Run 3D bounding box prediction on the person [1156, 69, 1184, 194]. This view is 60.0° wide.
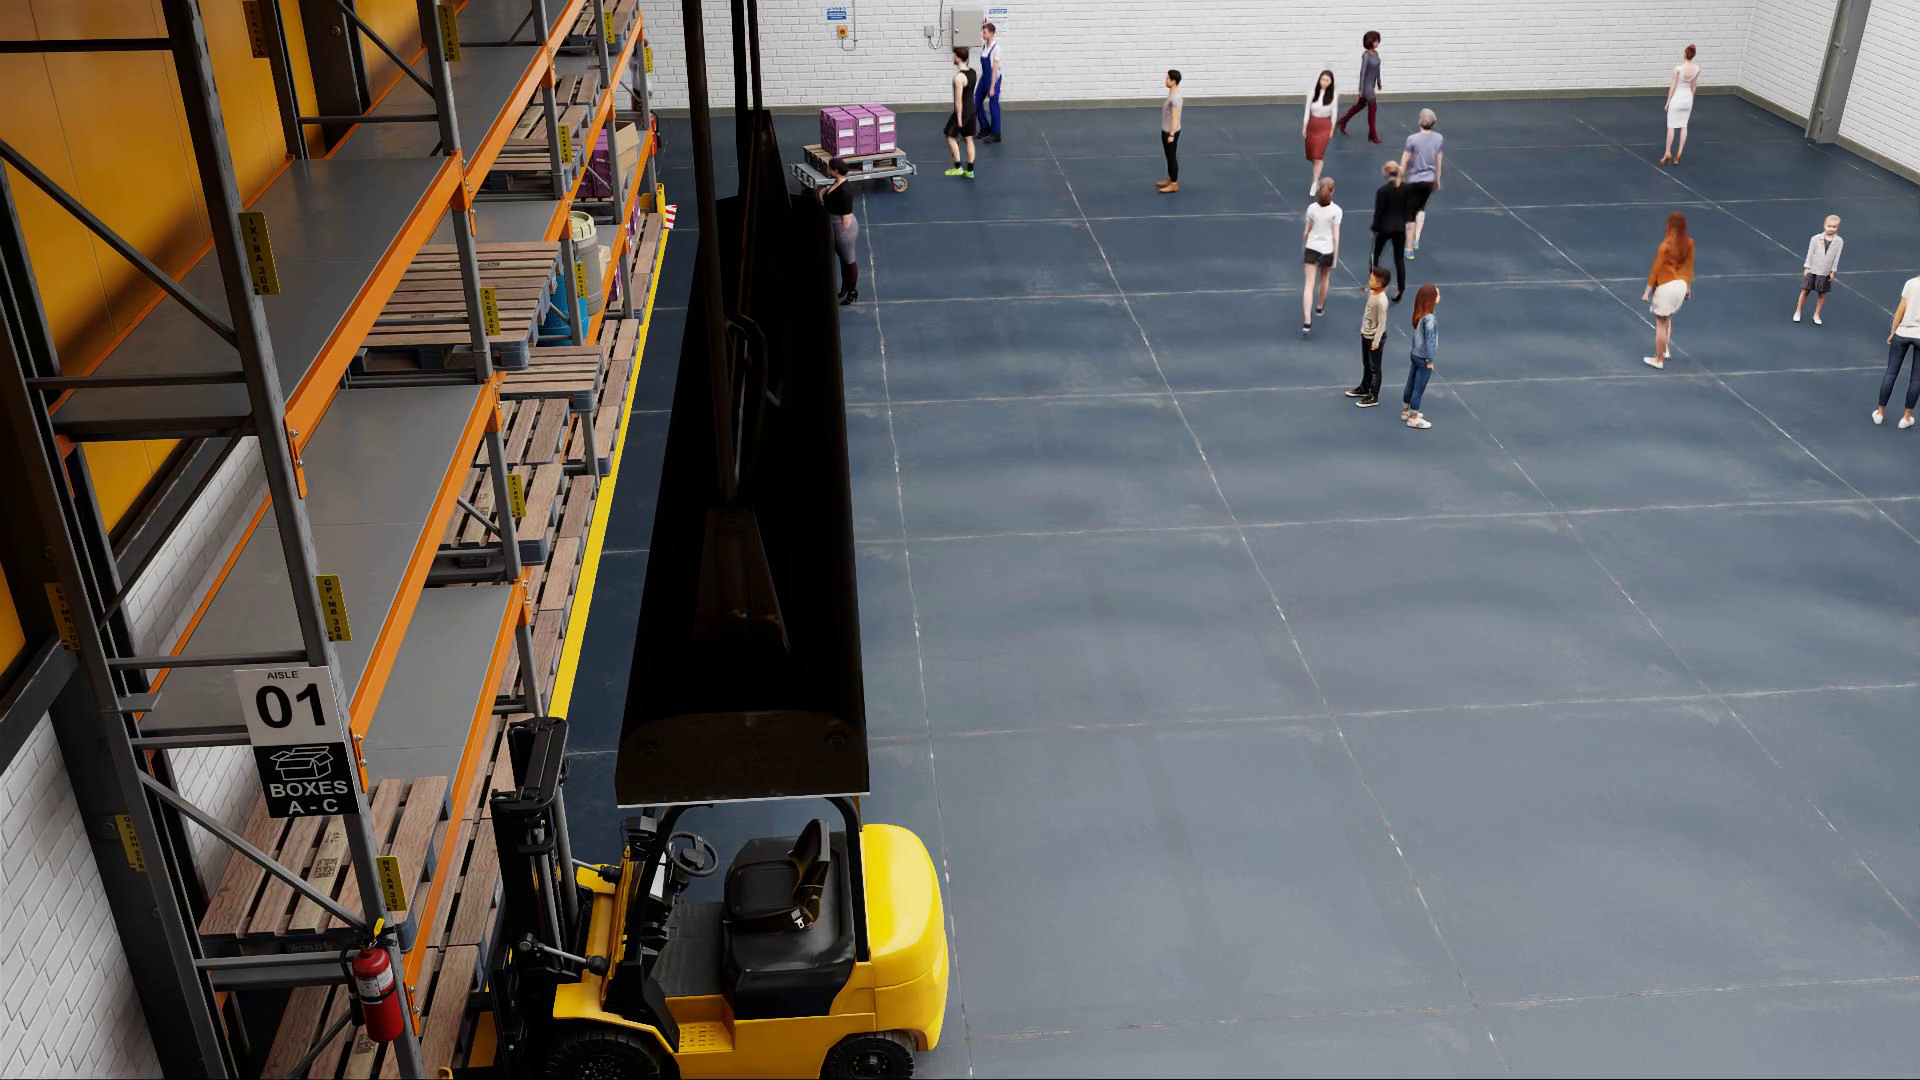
[{"bbox_3d":[3.013,-5.832,23.665,0.686,1.722,0.487,0,29,1],"label":"person"}]

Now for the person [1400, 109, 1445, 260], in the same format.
[{"bbox_3d":[5.838,-4.464,20.999,0.693,1.873,0.684,-4,29,-7],"label":"person"}]

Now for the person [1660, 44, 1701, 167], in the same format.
[{"bbox_3d":[10.736,-6.482,24.785,0.564,1.791,0.486,-1,29,-3],"label":"person"}]

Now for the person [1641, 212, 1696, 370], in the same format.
[{"bbox_3d":[7.672,-2.645,17.838,0.712,1.706,0.691,-9,30,-17],"label":"person"}]

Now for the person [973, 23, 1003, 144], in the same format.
[{"bbox_3d":[0.556,-7.118,25.903,0.830,1.837,0.760,-18,34,-30],"label":"person"}]

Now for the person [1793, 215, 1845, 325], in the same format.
[{"bbox_3d":[9.923,-3.130,19.179,0.591,1.274,0.633,12,31,21],"label":"person"}]

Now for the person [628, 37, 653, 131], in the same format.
[{"bbox_3d":[-4.919,-6.975,25.787,0.853,1.697,0.720,-13,31,-22],"label":"person"}]

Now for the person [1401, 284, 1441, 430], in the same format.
[{"bbox_3d":[4.611,-1.851,16.621,0.611,1.477,0.425,-2,29,-4],"label":"person"}]

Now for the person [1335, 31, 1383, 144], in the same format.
[{"bbox_3d":[6.304,-7.086,26.011,1.071,1.677,1.060,19,34,30],"label":"person"}]

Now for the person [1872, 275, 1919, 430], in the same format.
[{"bbox_3d":[9.484,-1.993,16.537,0.670,1.808,0.702,18,33,29],"label":"person"}]

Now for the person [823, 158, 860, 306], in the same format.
[{"bbox_3d":[-1.366,-3.660,19.648,0.753,1.756,0.604,-7,29,-12],"label":"person"}]

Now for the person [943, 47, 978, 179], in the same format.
[{"bbox_3d":[0.127,-6.189,24.157,0.867,1.879,0.791,18,33,29],"label":"person"}]

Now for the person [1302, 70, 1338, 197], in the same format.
[{"bbox_3d":[5.086,-5.777,23.552,0.869,1.733,1.012,12,31,21],"label":"person"}]

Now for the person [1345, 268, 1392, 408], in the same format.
[{"bbox_3d":[4.263,-2.102,17.095,0.606,1.464,0.450,-4,29,-7],"label":"person"}]

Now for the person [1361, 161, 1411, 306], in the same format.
[{"bbox_3d":[5.098,-3.596,19.616,0.681,1.674,0.780,-3,29,-6],"label":"person"}]

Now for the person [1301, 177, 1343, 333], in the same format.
[{"bbox_3d":[4.044,-3.179,18.829,0.853,1.696,1.225,8,30,14],"label":"person"}]
